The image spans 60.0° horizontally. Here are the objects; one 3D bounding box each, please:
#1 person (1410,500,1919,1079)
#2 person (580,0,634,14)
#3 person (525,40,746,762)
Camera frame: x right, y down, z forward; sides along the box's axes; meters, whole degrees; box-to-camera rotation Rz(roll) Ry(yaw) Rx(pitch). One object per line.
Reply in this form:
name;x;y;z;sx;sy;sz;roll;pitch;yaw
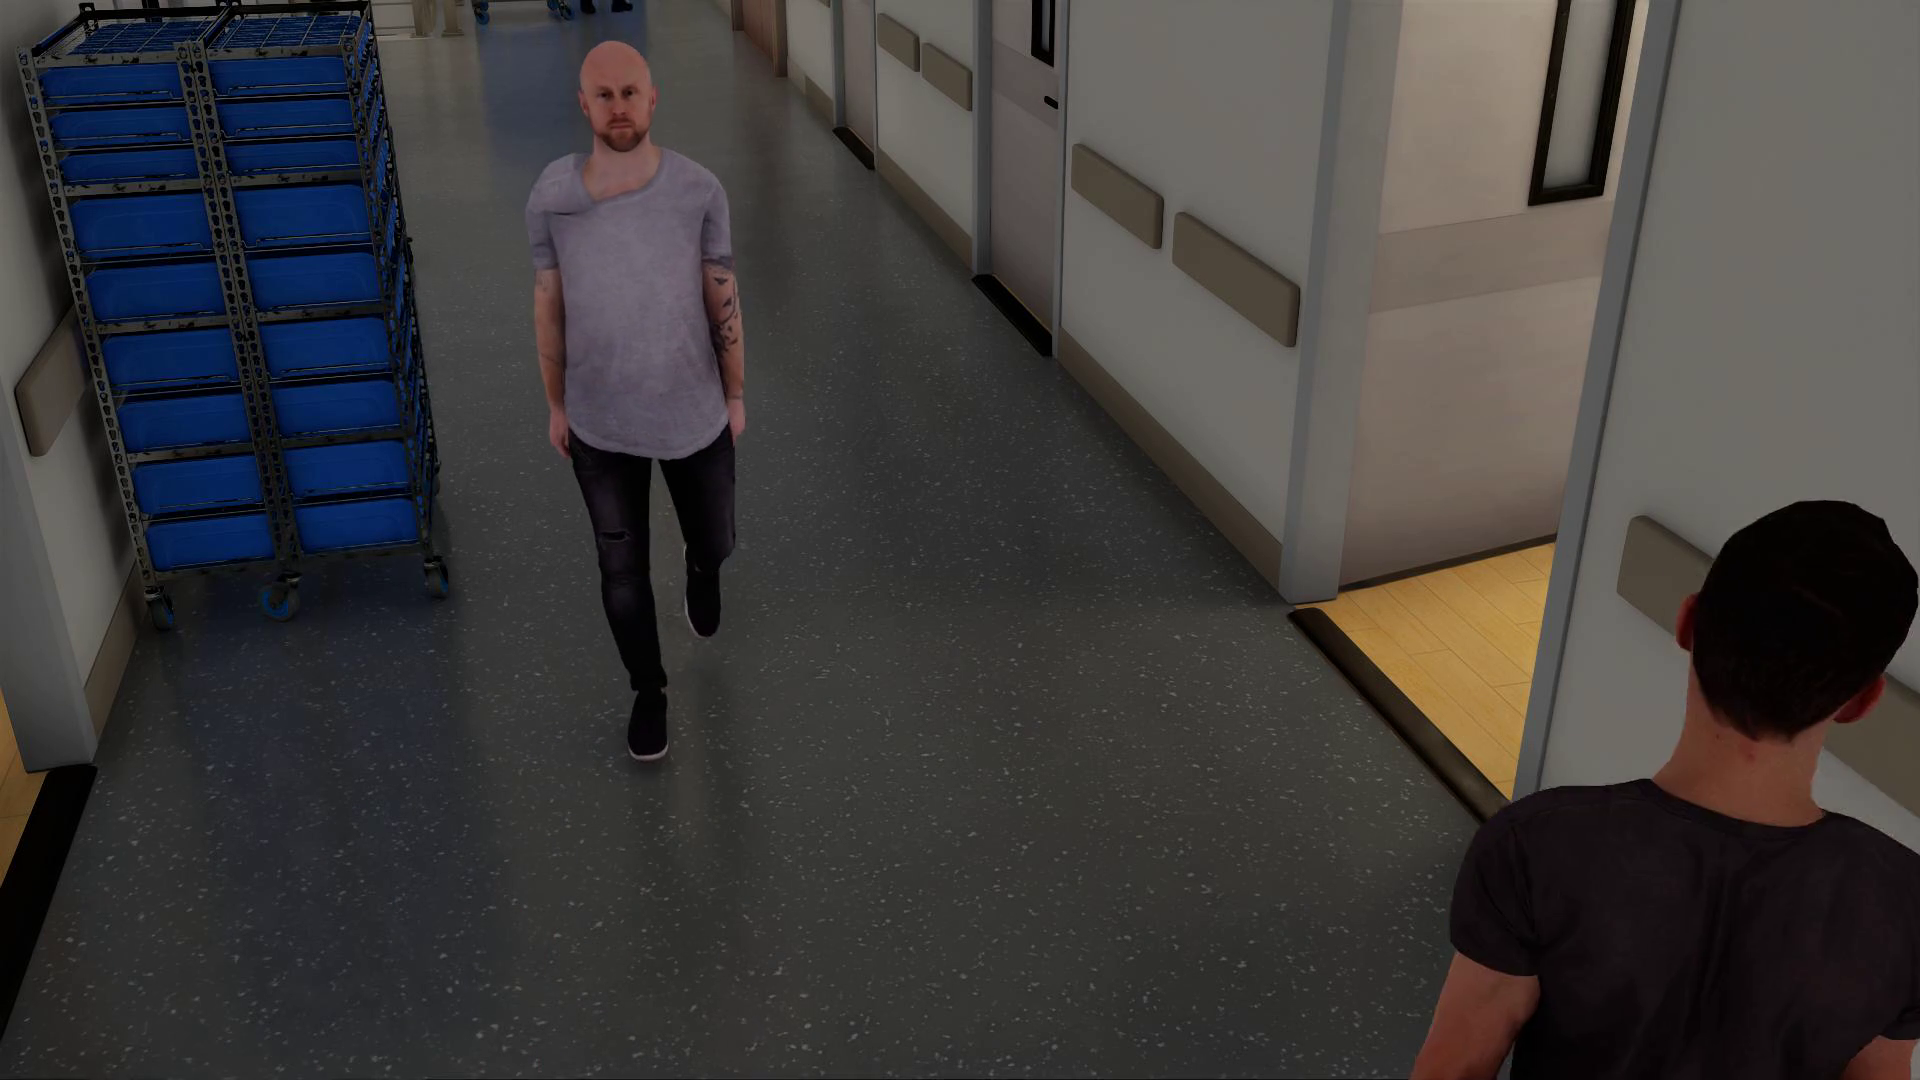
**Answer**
person;0.697;0.863;1.774;0.910;1.830;1.002;8;27;17
person;-3.635;-6.052;16.149;0.886;1.799;1.150;-13;29;-25
person;-0.815;-0.367;4.337;0.741;1.819;0.994;-3;26;-7
